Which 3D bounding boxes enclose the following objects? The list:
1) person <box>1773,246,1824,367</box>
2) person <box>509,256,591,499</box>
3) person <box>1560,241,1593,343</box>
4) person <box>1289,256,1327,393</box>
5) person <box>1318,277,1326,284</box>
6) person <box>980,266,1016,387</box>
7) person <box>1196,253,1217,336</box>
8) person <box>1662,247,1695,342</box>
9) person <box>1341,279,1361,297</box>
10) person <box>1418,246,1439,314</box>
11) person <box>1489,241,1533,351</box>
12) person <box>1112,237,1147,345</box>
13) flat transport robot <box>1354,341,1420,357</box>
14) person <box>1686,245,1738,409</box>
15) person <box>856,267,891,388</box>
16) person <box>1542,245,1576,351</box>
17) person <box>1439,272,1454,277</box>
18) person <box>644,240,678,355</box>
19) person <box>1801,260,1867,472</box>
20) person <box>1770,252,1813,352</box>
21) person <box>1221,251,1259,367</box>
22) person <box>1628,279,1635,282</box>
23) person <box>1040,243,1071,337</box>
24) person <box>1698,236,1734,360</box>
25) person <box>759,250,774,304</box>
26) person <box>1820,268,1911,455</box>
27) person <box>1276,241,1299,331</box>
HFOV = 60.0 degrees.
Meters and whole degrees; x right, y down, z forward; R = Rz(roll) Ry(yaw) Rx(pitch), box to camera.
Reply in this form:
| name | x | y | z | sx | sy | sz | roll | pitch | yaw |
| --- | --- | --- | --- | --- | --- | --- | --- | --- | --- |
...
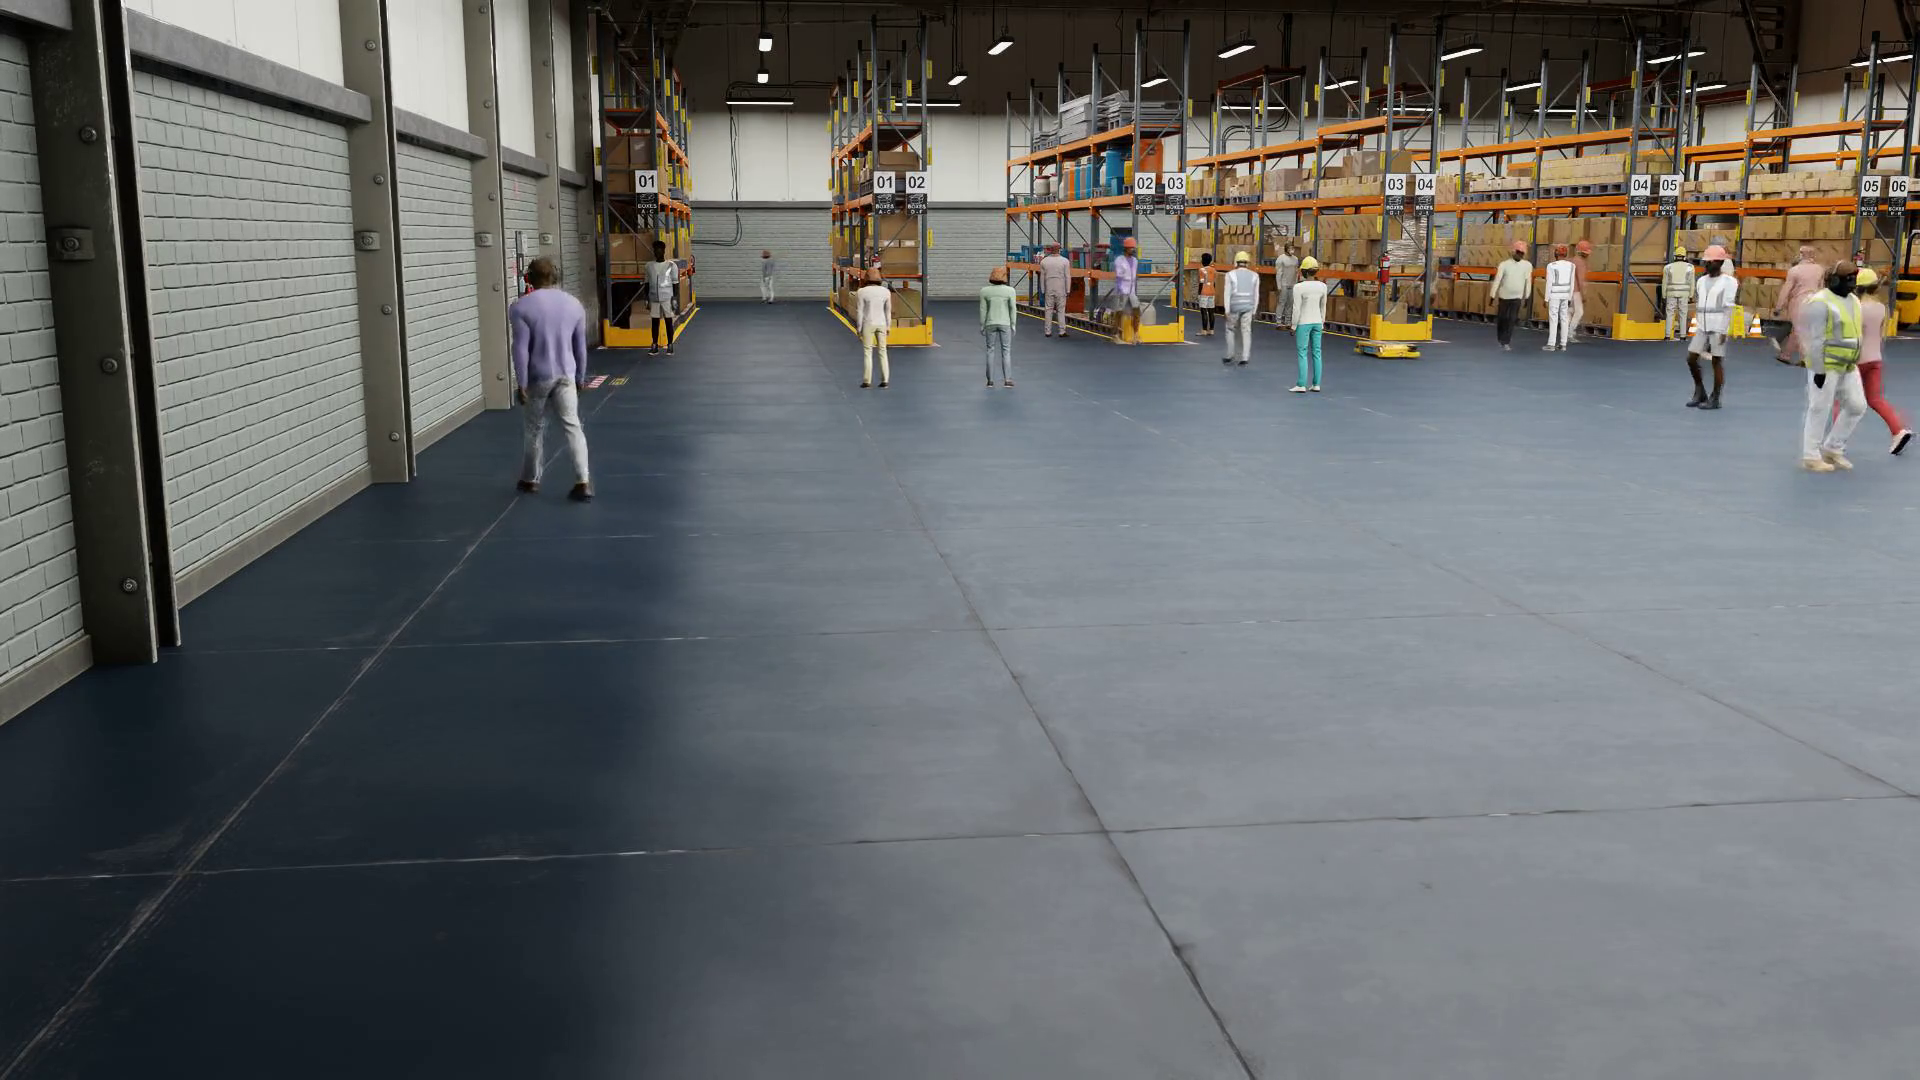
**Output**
| name | x | y | z | sx | sy | sz | roll | pitch | yaw |
| --- | --- | --- | --- | --- | --- | --- | --- | --- | --- |
| person | 13.173 | -3.684 | 26.265 | 0.669 | 1.864 | 0.949 | -4 | 11 | -23 |
| person | -3.180 | -1.261 | 12.954 | 0.653 | 1.890 | 1.033 | -8 | 13 | -37 |
| person | 11.777 | -4.730 | 31.794 | 0.427 | 1.948 | 0.683 | 1 | 10 | 7 |
| person | 4.542 | -2.805 | 21.719 | 0.526 | 1.772 | 0.307 | -5 | 11 | -25 |
| person | 9.612 | -6.941 | 44.815 | 0.531 | 1.620 | 0.593 | 1 | 10 | 4 |
| person | 0.516 | -2.883 | 22.510 | 0.498 | 1.634 | 0.284 | 2 | 11 | 11 |
| person | 5.032 | -5.014 | 34.022 | 0.540 | 1.695 | 0.317 | -10 | 14 | -44 |
| person | 13.931 | -4.764 | 32.279 | 0.590 | 1.833 | 0.404 | 4 | 11 | 20 |
| person | 10.639 | -7.148 | 45.173 | 0.595 | 1.901 | 0.667 | 0 | 10 | -1 |
| person | 11.398 | -6.310 | 40.501 | 0.552 | 1.920 | 0.447 | -1 | 10 | -7 |
| person | 9.881 | -4.392 | 29.961 | 0.719 | 1.942 | 0.810 | 1 | 10 | 4 |
| person | 3.160 | -4.613 | 30.969 | 0.635 | 2.014 | 0.815 | -9 | 14 | -40 |
| flat transport robot | 7.271 | -3.268 | 28.361 | 0.652 | 0.197 | 1.431 | -1 | 10 | -5 |
| person | 8.818 | -2.485 | 19.519 | 0.490 | 1.923 | 0.539 | -6 | 12 | -29 |
| person | -1.157 | -2.853 | 22.378 | 0.503 | 1.623 | 0.298 | -5 | 11 | -24 |
| person | 10.679 | -4.315 | 29.684 | 0.575 | 1.883 | 0.355 | -3 | 11 | -17 |
| person | 14.396 | -7.890 | 49.340 | 0.628 | 1.871 | 0.965 | -4 | 11 | -23 |
| person | -5.130 | -4.145 | 28.522 | 0.603 | 1.966 | 0.368 | 1 | 10 | 8 |
| person | 7.548 | -1.484 | 14.318 | 0.650 | 1.822 | 0.519 | -6 | 12 | -29 |
| person | 14.591 | -4.145 | 28.980 | 0.510 | 1.811 | 0.901 | -7 | 12 | -34 |
| person | 4.395 | -3.637 | 26.214 | 0.604 | 1.788 | 0.852 | -2 | 11 | -11 |
| person | 15.869 | -6.151 | 39.626 | 0.542 | 1.927 | 0.374 | -1 | 10 | -5 |
| person | 1.951 | -5.065 | 33.730 | 0.650 | 1.907 | 0.409 | 4 | 11 | 20 |
| person | 12.475 | -4.000 | 27.524 | 0.536 | 2.000 | 0.688 | 2 | 11 | 12 |
| person | -5.845 | -7.908 | 50.125 | 0.534 | 1.618 | 0.519 | 7 | 12 | 33 |
| person | 8.527 | -1.672 | 15.592 | 0.532 | 1.745 | 0.787 | -5 | 12 | -26 |
| person | 7.076 | -5.487 | 35.996 | 0.622 | 1.932 | 0.369 | -8 | 13 | -37 |
